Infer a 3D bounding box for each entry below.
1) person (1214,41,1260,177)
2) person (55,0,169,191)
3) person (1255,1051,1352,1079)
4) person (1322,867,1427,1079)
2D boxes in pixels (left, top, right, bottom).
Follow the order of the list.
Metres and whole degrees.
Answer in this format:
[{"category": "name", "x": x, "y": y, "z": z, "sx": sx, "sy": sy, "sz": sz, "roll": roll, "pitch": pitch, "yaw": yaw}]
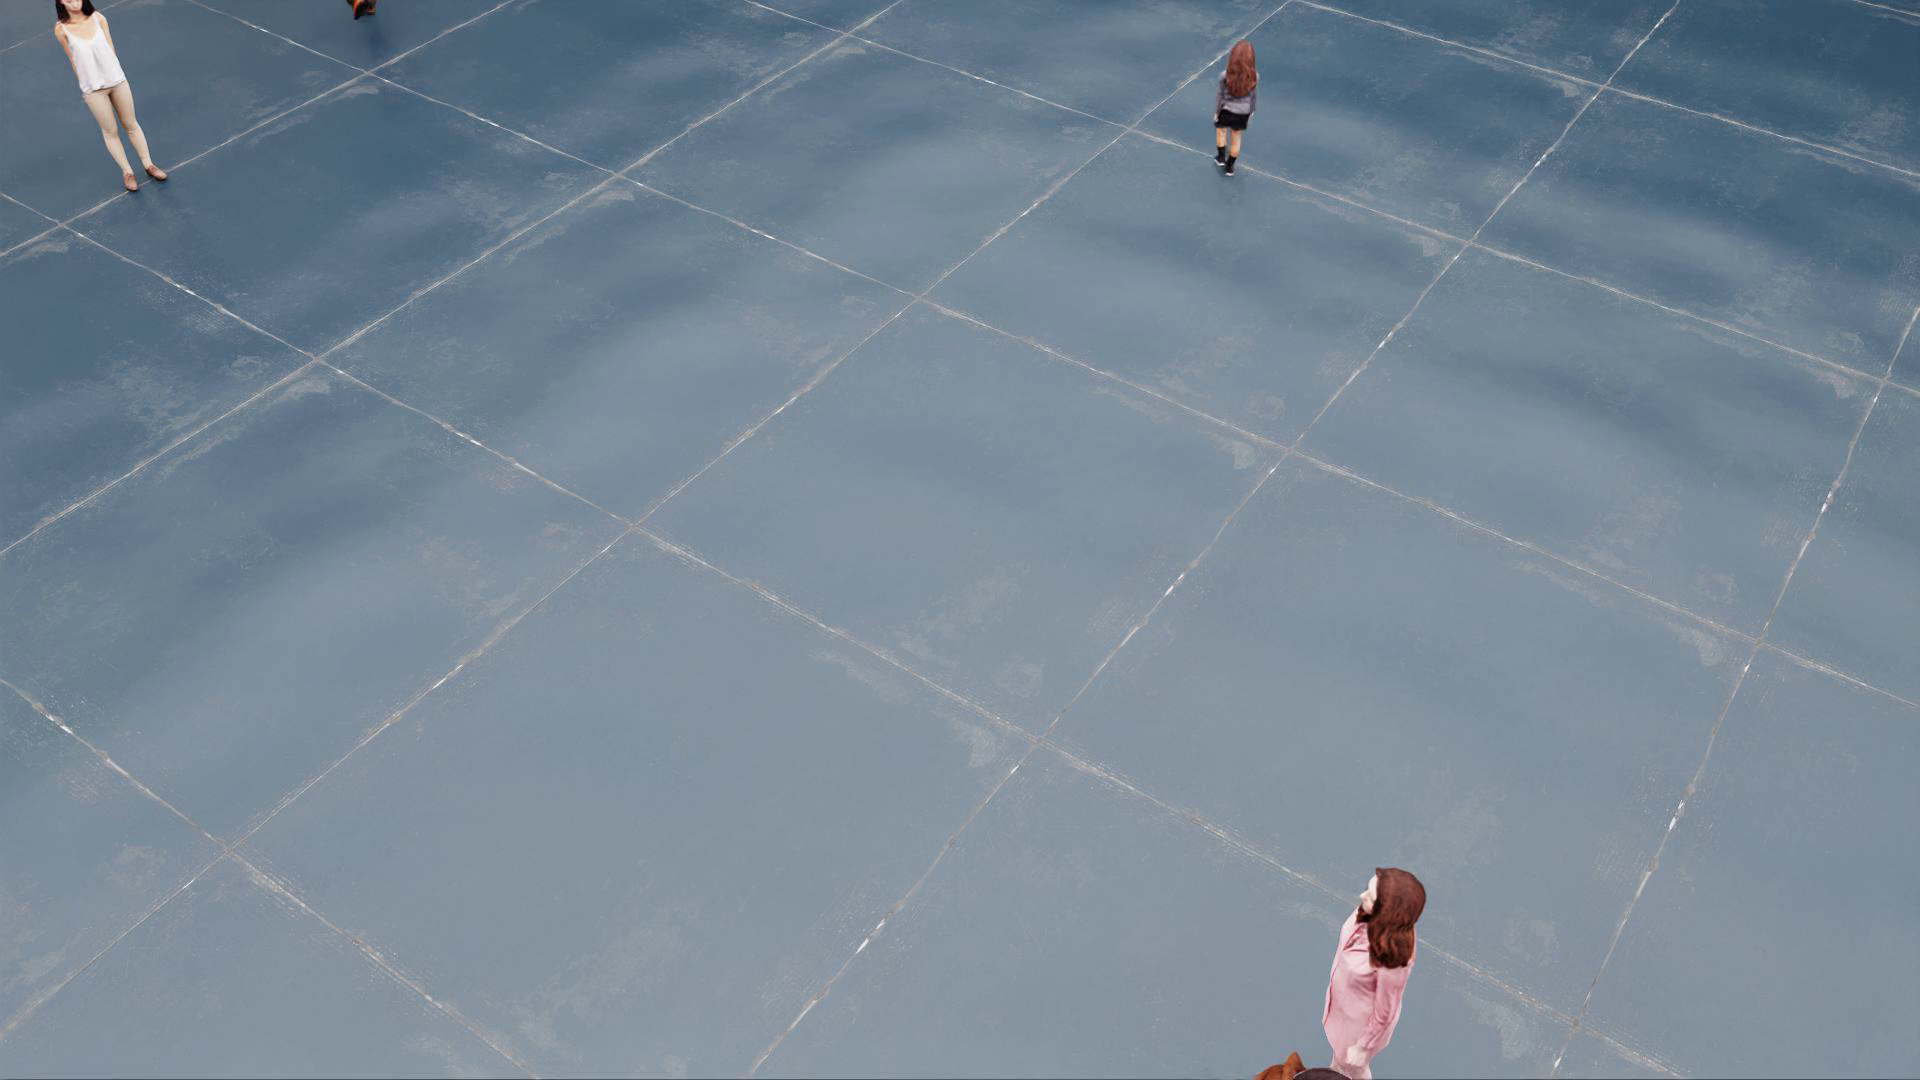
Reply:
[{"category": "person", "x": 2.156, "y": -3.355, "z": 13.008, "sx": 0.571, "sy": 1.095, "sz": 0.642, "roll": -1, "pitch": 43, "yaw": -1}, {"category": "person", "x": -6.593, "y": -3.520, "z": 12.776, "sx": 0.567, "sy": 1.653, "sz": 0.623, "roll": 26, "pitch": 49, "yaw": 25}, {"category": "person", "x": 1.100, "y": 2.486, "z": 6.221, "sx": 0.895, "sy": 1.820, "sz": 0.835, "roll": -8, "pitch": 44, "yaw": -9}, {"category": "person", "x": 1.660, "y": 1.914, "z": 6.847, "sx": 0.707, "sy": 1.803, "sz": 0.693, "roll": 1, "pitch": 43, "yaw": 1}]
